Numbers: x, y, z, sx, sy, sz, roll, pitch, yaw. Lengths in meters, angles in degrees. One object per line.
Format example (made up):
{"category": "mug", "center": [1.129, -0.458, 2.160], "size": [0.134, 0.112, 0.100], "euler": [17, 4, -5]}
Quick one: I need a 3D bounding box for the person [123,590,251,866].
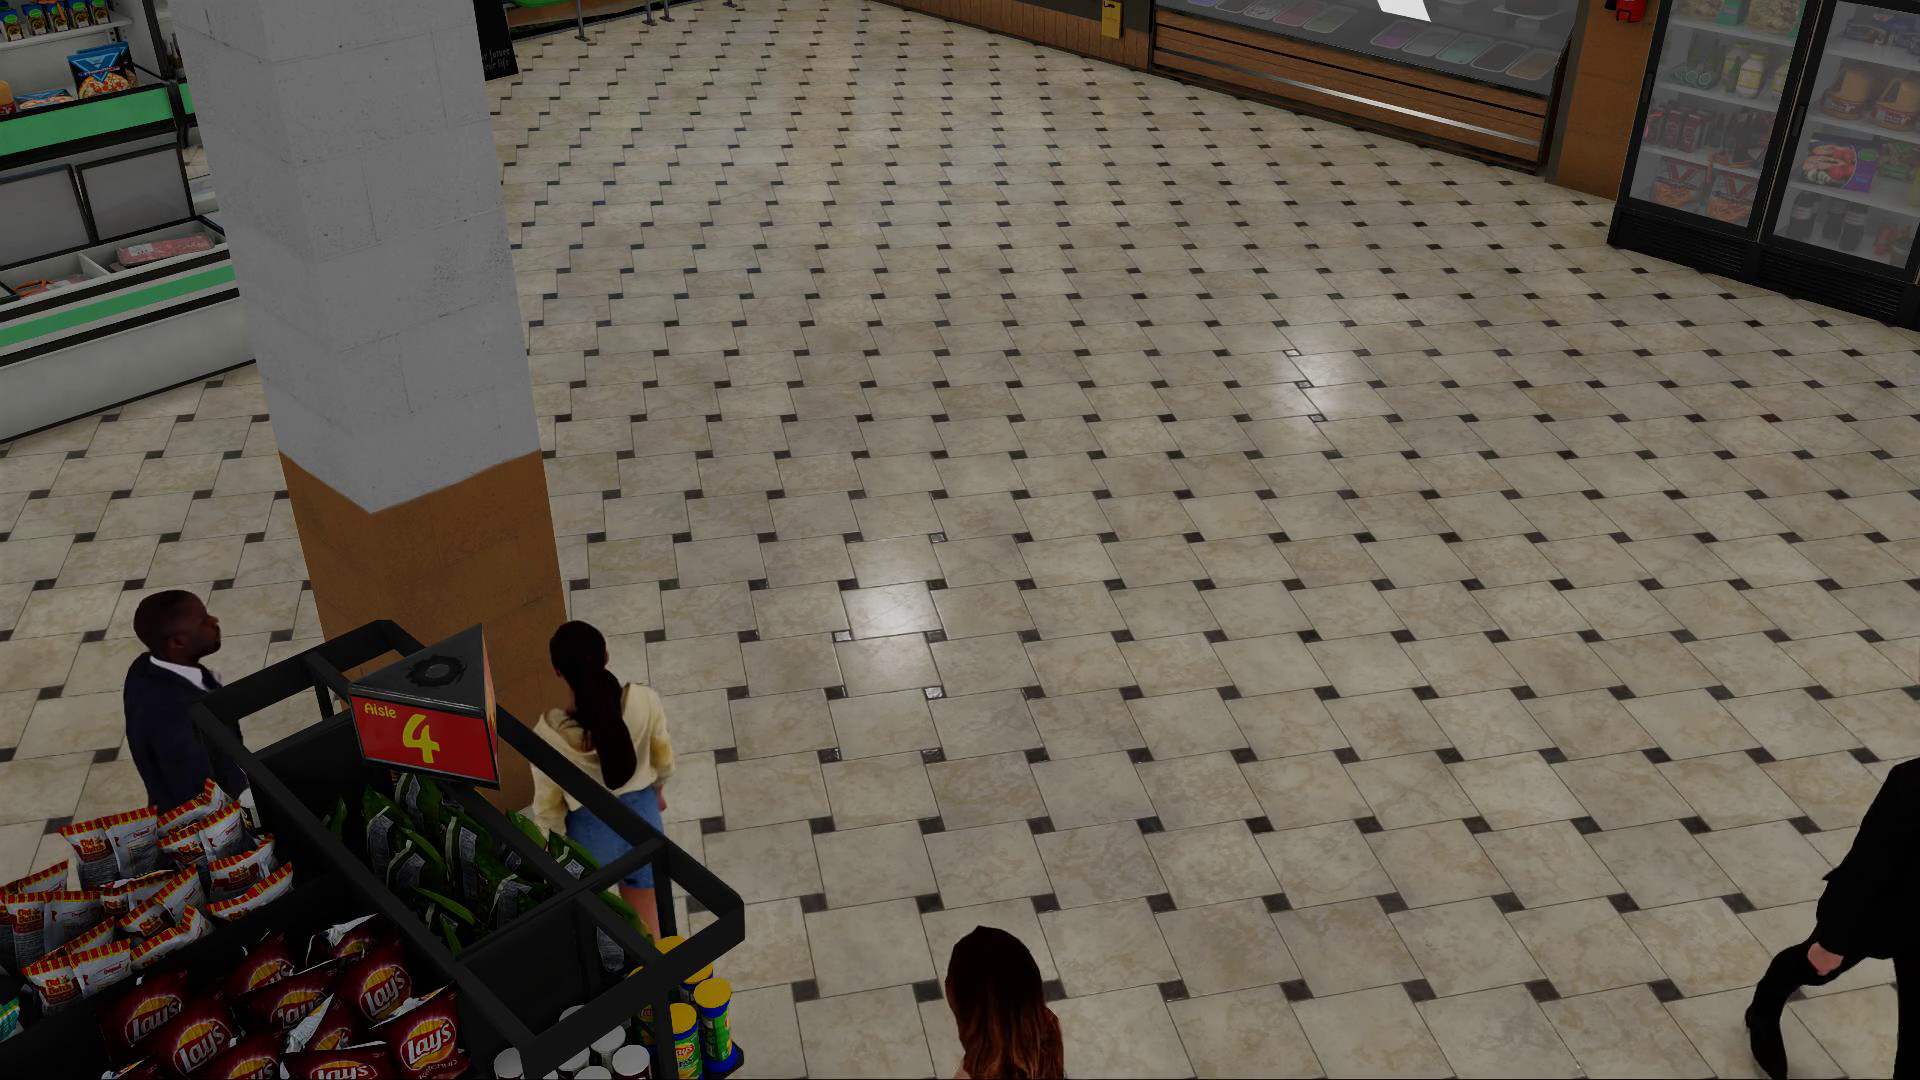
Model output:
{"category": "person", "center": [-2.450, 0.980, 5.303], "size": [0.739, 1.807, 0.780], "euler": [-18, 36, -26]}

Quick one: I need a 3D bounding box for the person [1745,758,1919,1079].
{"category": "person", "center": [2.827, 1.111, 5.090], "size": [1.260, 1.809, 1.291], "euler": [-1, 32, -2]}

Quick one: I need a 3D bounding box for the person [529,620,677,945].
{"category": "person", "center": [-1.113, 1.005, 5.457], "size": [0.997, 1.602, 0.905], "euler": [-15, 35, -22]}

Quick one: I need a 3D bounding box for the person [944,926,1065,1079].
{"category": "person", "center": [0.157, 1.707, 4.164], "size": [0.598, 1.776, 0.658], "euler": [-27, 41, -36]}
